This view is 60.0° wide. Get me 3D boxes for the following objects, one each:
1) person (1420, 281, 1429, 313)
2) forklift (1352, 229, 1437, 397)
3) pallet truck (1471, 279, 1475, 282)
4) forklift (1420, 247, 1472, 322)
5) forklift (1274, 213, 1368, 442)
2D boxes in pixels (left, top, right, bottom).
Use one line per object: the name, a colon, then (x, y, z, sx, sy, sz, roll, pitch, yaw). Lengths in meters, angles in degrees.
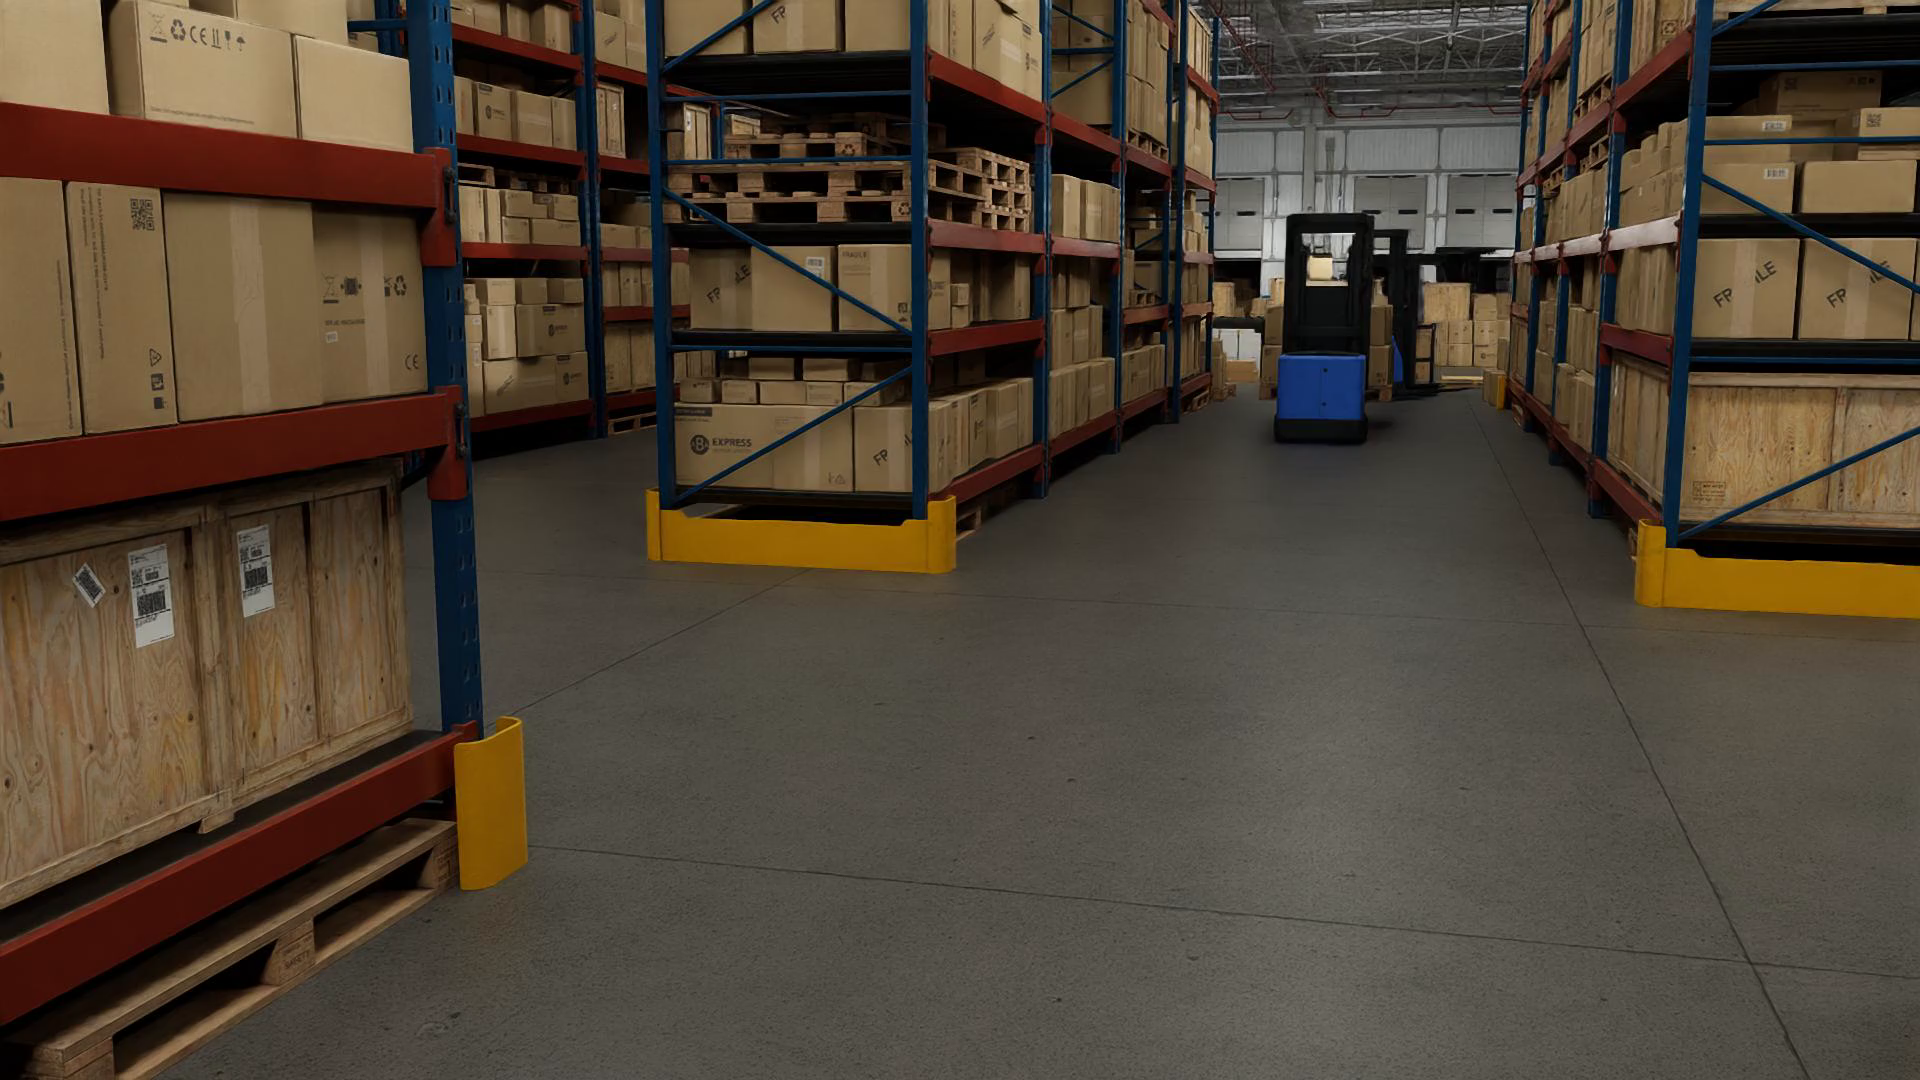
person: (13.887, -6.742, 49.588, 0.372, 1.940, 0.630, -2, 9, -14)
forklift: (6.942, -3.767, 27.707, 1.873, 2.768, 1.129, -6, 11, -34)
pallet truck: (18.896, -8.459, 60.307, 1.885, 1.965, 0.823, 5, 10, 31)
forklift: (12.724, -6.180, 43.035, 1.129, 2.768, 1.873, -3, 9, -19)
forklift: (4.577, -2.686, 20.835, 1.129, 2.768, 1.873, 2, 9, 15)
